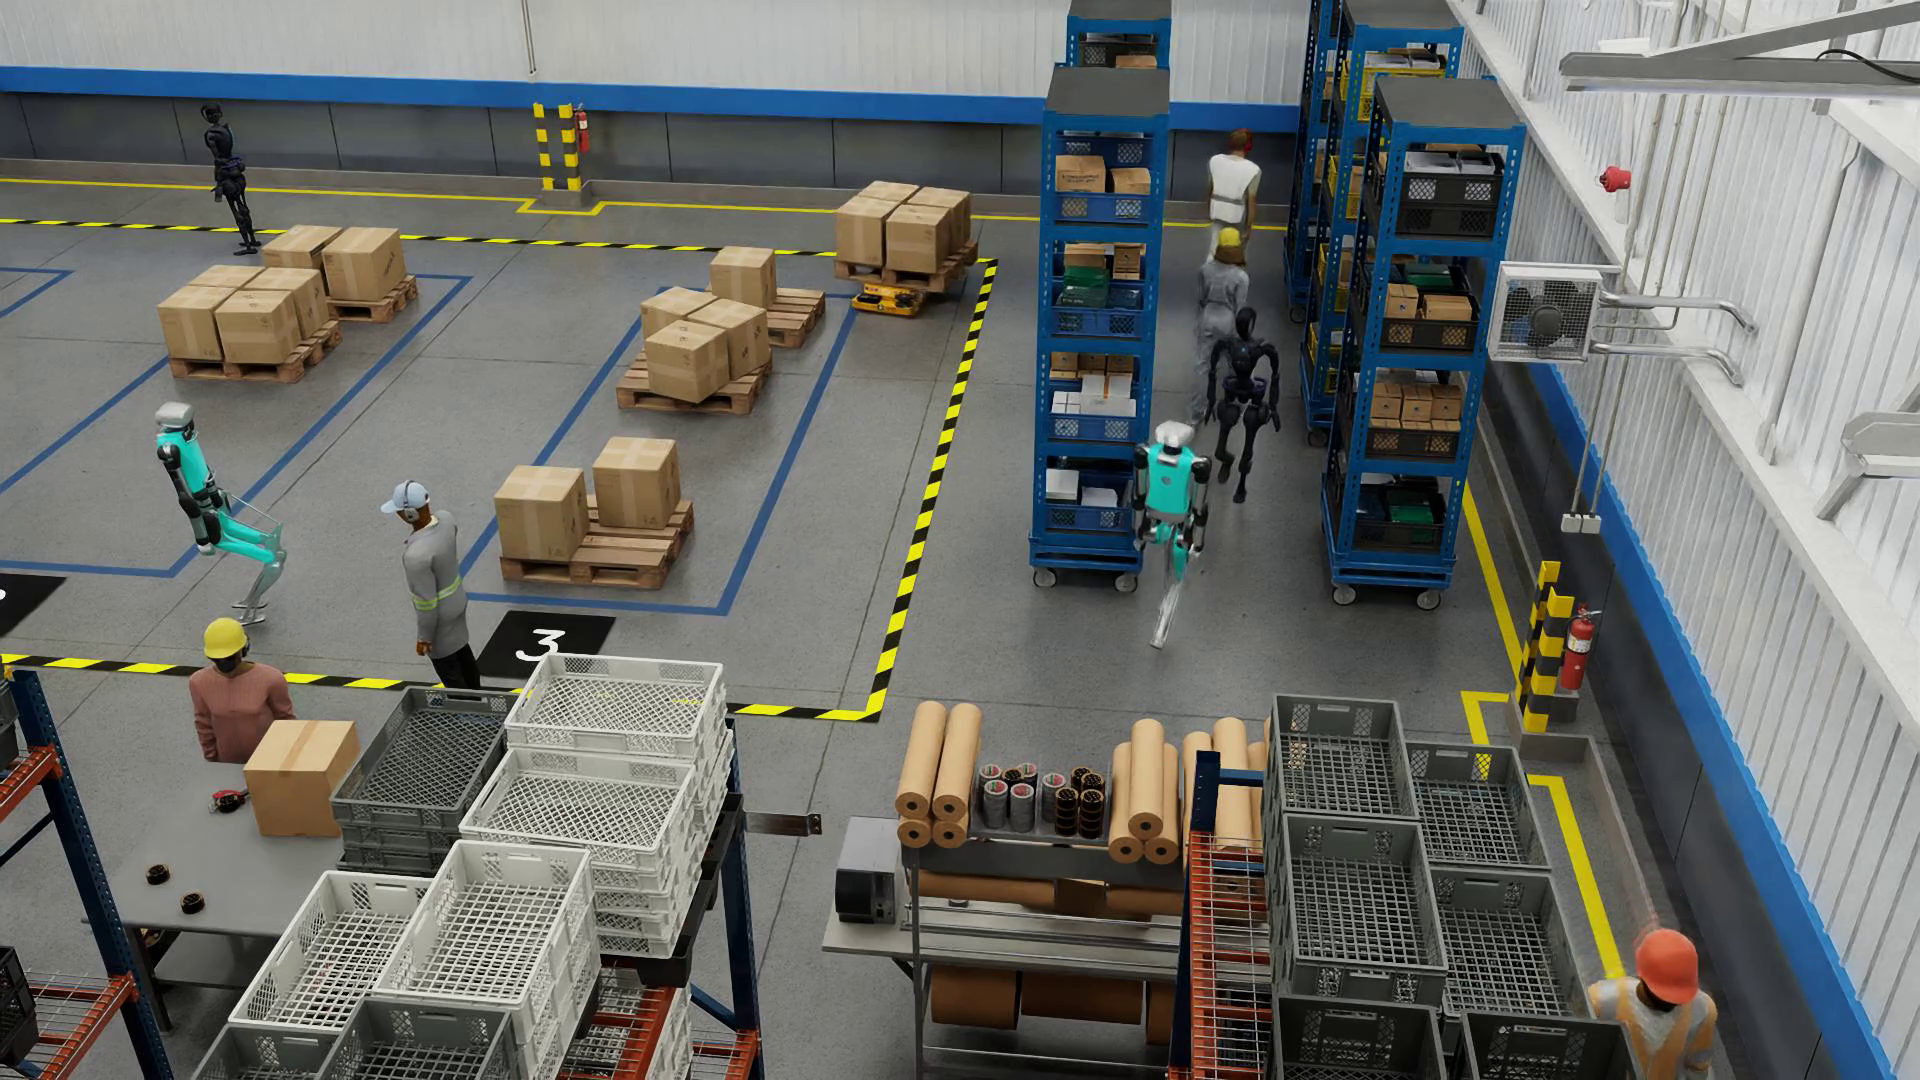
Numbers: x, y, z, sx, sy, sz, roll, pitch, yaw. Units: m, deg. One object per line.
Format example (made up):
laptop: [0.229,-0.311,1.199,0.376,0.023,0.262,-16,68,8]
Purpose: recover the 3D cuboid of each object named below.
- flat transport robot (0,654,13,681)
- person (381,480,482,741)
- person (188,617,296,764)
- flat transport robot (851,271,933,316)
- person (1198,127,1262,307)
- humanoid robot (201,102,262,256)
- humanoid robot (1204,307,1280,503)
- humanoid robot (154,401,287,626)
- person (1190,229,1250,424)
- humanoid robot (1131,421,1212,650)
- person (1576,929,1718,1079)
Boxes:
flat transport robot: [-7.142,0.969,11.010,1.431,0.231,0.659,3,30,6]
person: [-3.263,0.448,10.333,0.393,1.850,0.587,2,30,3]
person: [-3.885,1.186,9.144,0.523,1.772,0.299,-4,30,-7]
flat transport robot: [-0.554,-2.716,17.311,0.652,0.197,1.431,11,32,18]
person: [2.700,-3.235,16.699,0.575,1.810,0.914,16,34,25]
humanoid robot: [-7.913,-3.918,17.992,0.315,1.653,0.599,-3,30,-4]
humanoid robot: [2.256,-1.097,13.164,0.608,1.646,0.408,9,31,15]
humanoid robot: [-4.968,-0.184,11.397,0.735,1.677,0.533,-5,31,-9]
person: [2.307,-1.903,14.537,0.482,1.685,0.898,16,34,26]
humanoid robot: [1.479,-0.104,11.389,0.547,1.726,1.042,13,33,21]
person: [2.826,2.322,7.072,0.566,1.898,0.968,1,30,2]
